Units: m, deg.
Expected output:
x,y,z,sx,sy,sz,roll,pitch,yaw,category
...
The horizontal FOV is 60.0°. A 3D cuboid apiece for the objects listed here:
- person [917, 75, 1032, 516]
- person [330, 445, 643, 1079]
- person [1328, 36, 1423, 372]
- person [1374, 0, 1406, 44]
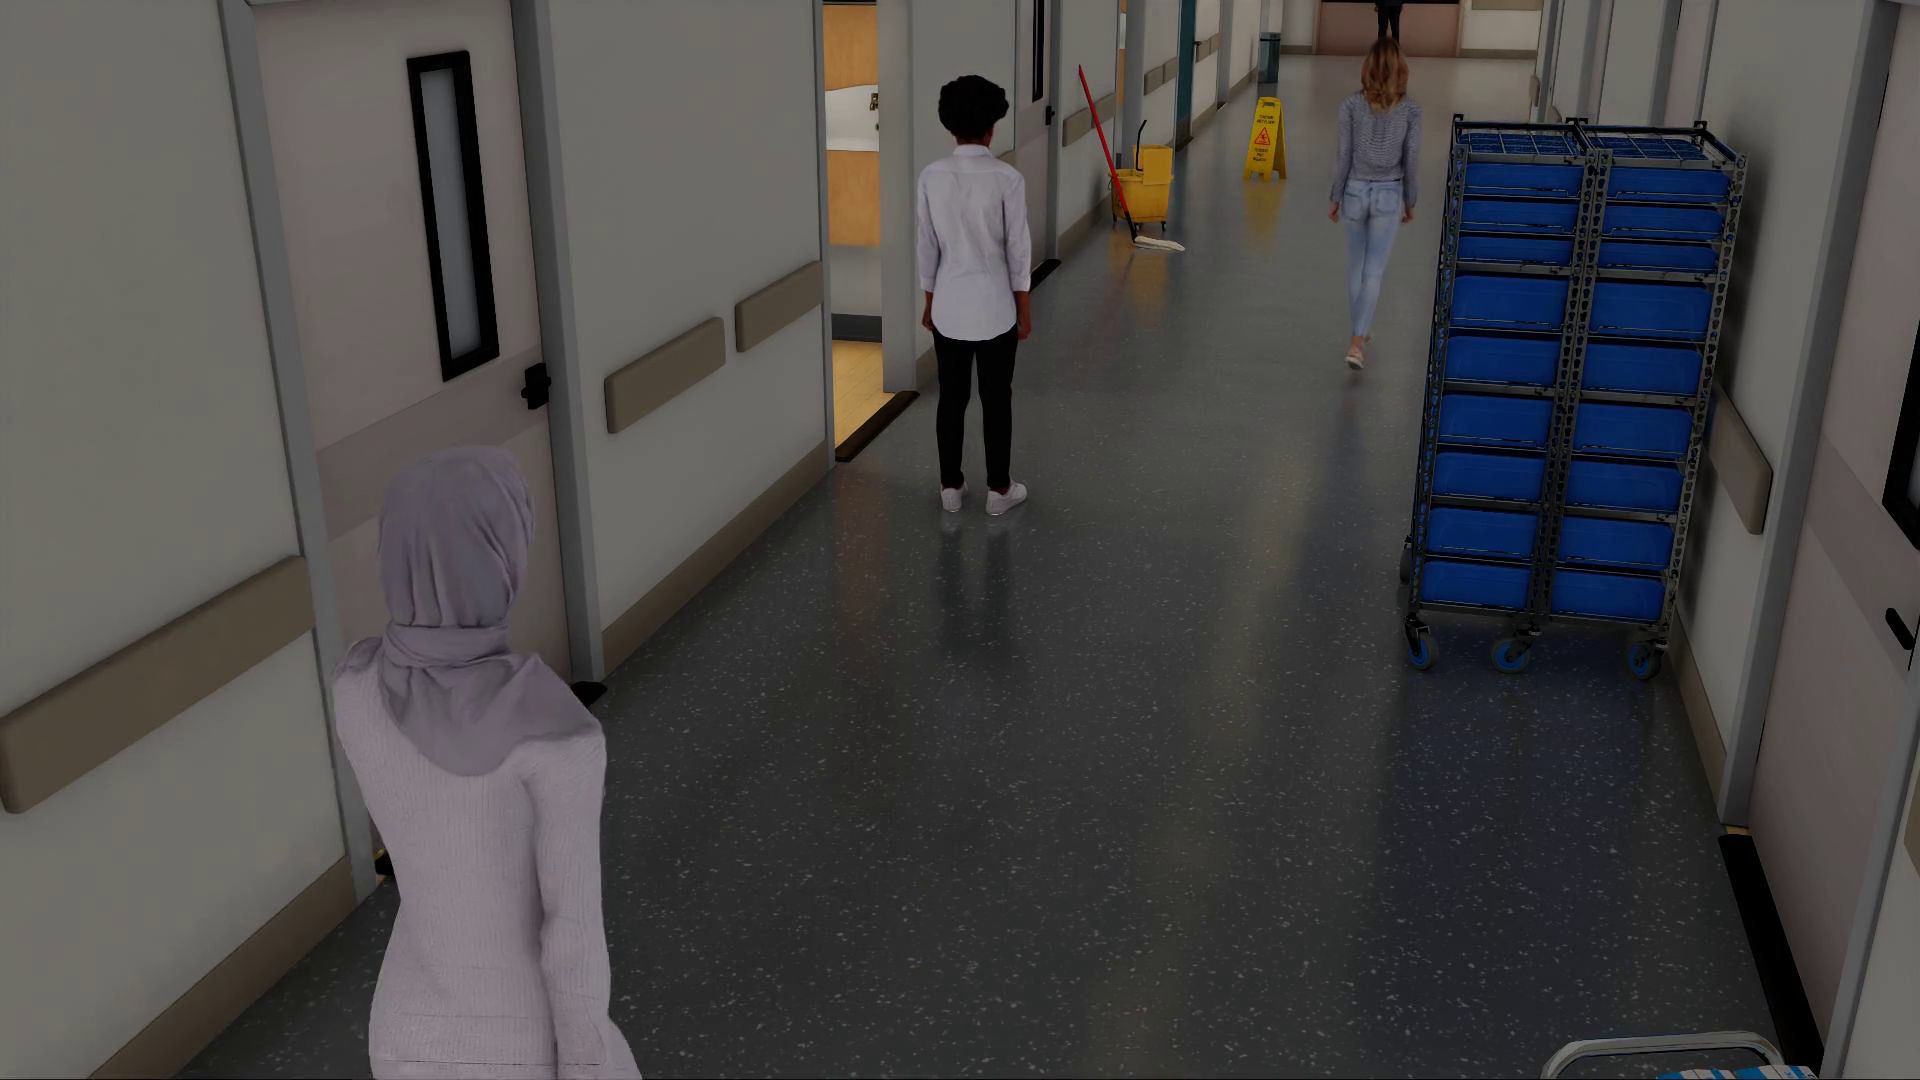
x,y,z,sx,sy,sz,roll,pitch,yaw,category
0.061,-0.999,6.897,0.628,1.811,0.548,6,22,16,person
-0.705,0.759,2.333,0.671,1.756,0.850,7,22,19,person
2.226,-1.764,9.004,0.687,1.748,1.214,8,22,19,person
7.317,-9.109,28.290,0.784,1.824,0.769,-4,21,-10,person
